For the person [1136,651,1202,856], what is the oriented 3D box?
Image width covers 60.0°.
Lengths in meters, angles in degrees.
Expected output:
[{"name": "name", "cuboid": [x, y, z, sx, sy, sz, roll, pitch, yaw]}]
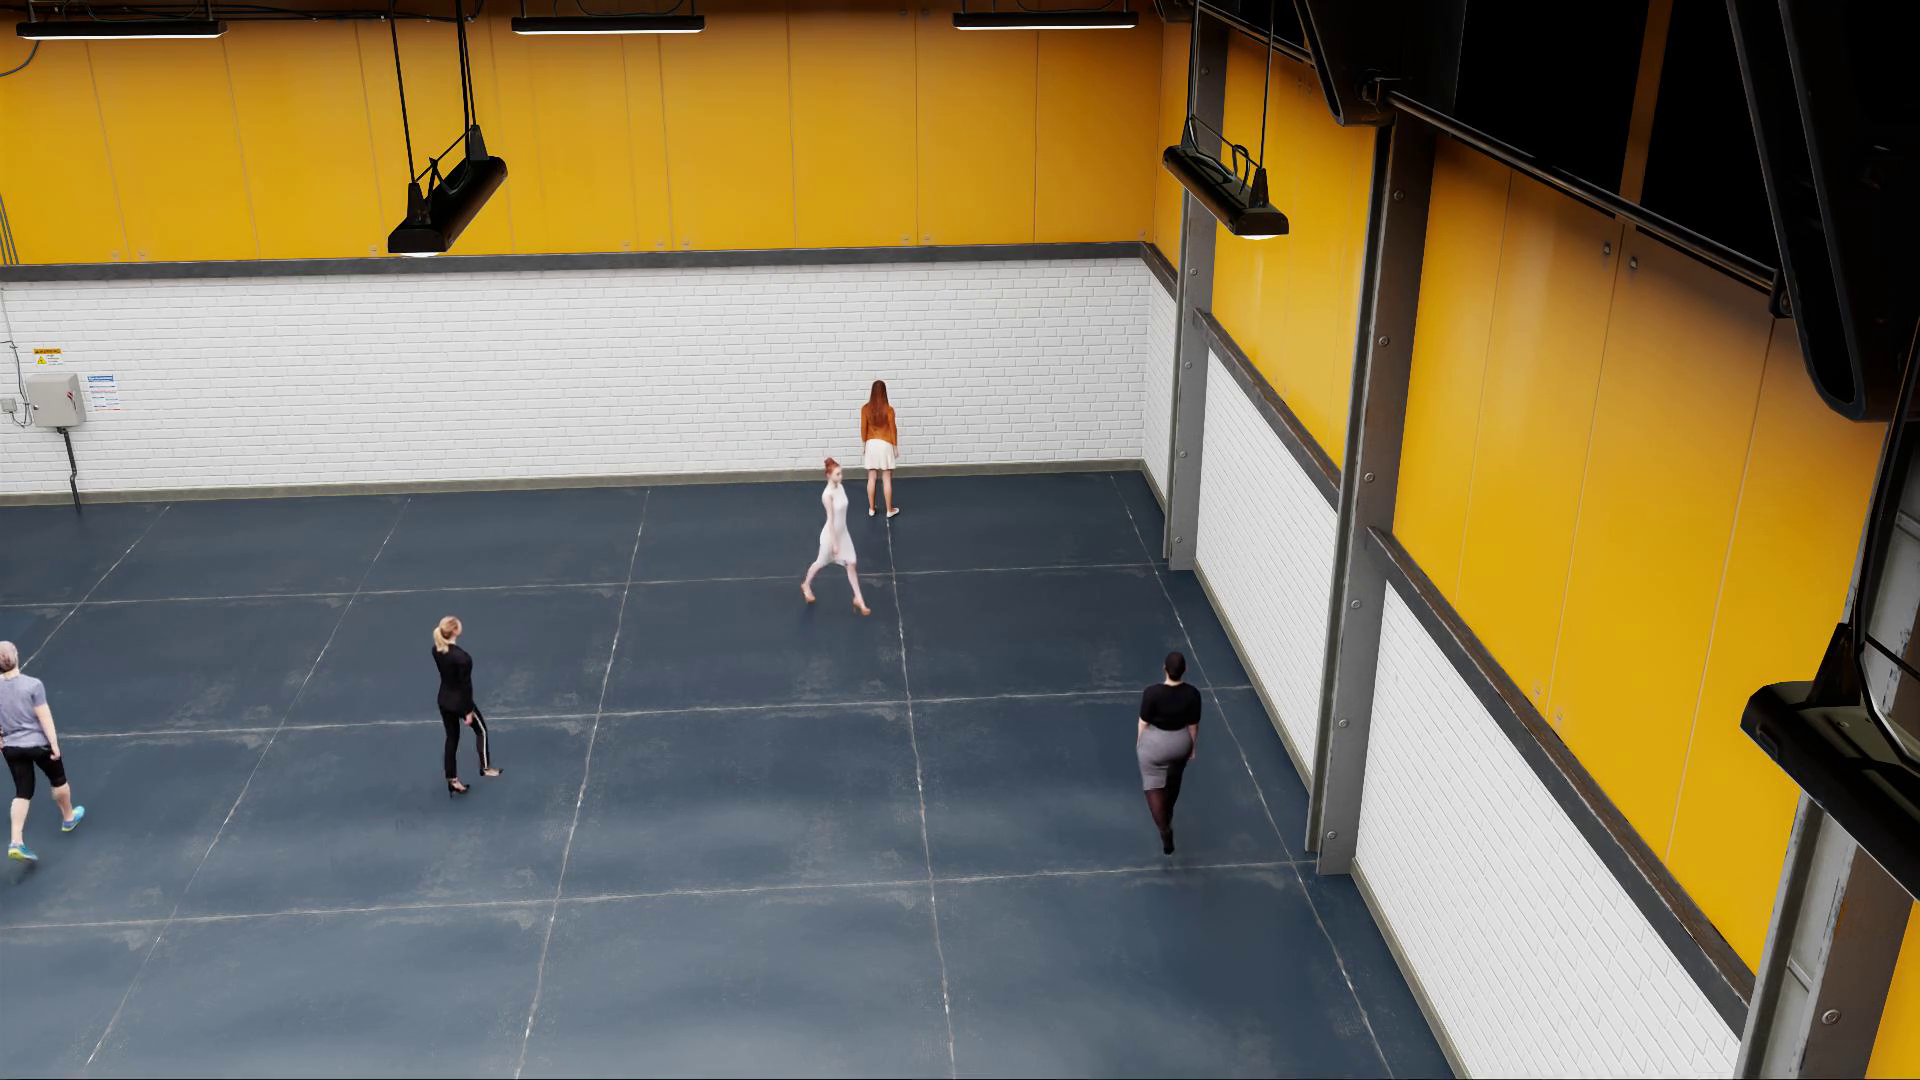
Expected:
[{"name": "person", "cuboid": [1.712, 1.768, 13.671, 0.695, 1.732, 1.070, -3, 24, -8]}]

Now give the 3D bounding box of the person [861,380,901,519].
[{"name": "person", "cuboid": [-0.980, -1.114, 20.275, 0.696, 1.723, 0.684, 6, 24, 14]}]

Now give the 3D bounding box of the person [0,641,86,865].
[{"name": "person", "cuboid": [-7.644, 1.751, 13.567, 0.676, 1.846, 1.164, -1, 24, -2]}]

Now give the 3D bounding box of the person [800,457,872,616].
[{"name": "person", "cuboid": [-1.425, -0.019, 17.739, 1.014, 1.748, 1.121, 10, 26, 22]}]

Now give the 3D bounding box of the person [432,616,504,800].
[{"name": "person", "cuboid": [-4.421, 1.476, 14.392, 0.821, 1.689, 0.902, 12, 26, 25]}]
